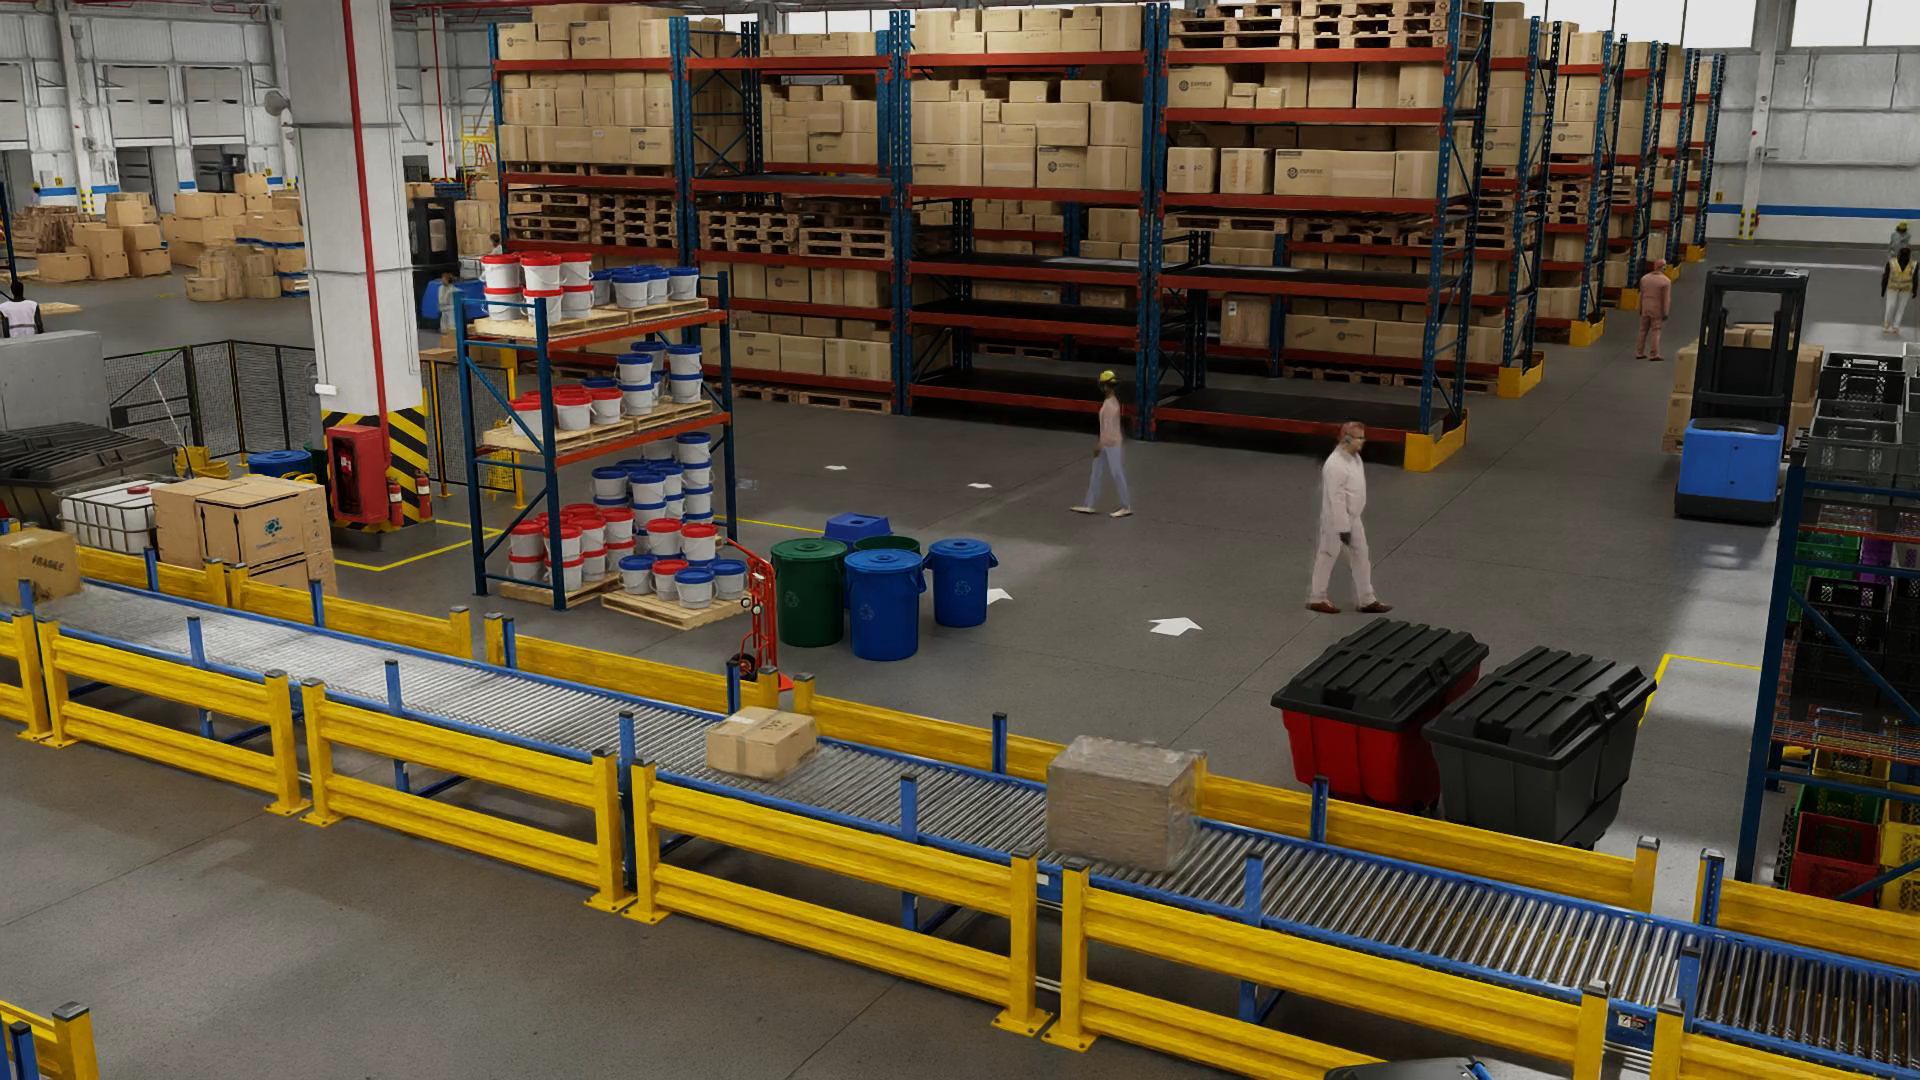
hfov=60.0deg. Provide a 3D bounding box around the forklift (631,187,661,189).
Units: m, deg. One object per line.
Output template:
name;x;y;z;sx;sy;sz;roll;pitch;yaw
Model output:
forklift;-8.867;-9.045;47.102;1.129;2.768;1.873;8;17;28

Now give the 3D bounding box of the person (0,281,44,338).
person;-15.318;-3.269;27.234;0.589;1.919;0.393;-6;16;-22

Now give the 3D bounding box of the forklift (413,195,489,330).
forklift;-10.977;-5.859;35.125;1.873;2.768;1.129;8;17;28

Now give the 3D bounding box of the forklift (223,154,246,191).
forklift;-26.376;-12.683;60.780;1.129;2.768;1.873;10;18;34

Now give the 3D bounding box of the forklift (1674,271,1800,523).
forklift;9.269;-1.763;19.726;1.129;2.768;1.873;8;17;27

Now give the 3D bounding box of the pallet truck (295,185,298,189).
pallet truck;-26.804;-14.617;69.738;1.885;1.965;0.823;-14;20;-42

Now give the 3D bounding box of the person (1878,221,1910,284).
person;24.593;-7.526;43.689;0.835;1.678;0.518;-13;19;-39

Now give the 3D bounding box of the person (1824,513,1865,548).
person;9.560;-0.711;17.939;0.554;1.752;0.530;7;16;23

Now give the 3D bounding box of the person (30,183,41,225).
person;-33.007;-11.784;59.325;0.976;1.885;0.583;-12;19;-38

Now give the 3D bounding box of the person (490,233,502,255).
person;-10.194;-5.820;36.783;0.372;1.939;0.631;-6;16;-21

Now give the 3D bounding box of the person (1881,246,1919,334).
person;19.602;-5.197;34.676;0.650;1.813;0.765;6;16;21

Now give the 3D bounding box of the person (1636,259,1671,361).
person;13.026;-4.307;31.180;0.399;1.899;0.646;-9;17;-30

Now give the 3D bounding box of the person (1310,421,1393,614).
person;3.738;-0.179;15.687;0.862;1.873;0.680;9;17;31

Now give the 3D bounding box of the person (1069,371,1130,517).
person;1.669;-1.114;19.527;0.760;1.711;0.517;-1;15;-4

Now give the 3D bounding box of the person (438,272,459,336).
person;-9.681;-4.287;31.612;0.530;1.619;0.411;9;18;32
